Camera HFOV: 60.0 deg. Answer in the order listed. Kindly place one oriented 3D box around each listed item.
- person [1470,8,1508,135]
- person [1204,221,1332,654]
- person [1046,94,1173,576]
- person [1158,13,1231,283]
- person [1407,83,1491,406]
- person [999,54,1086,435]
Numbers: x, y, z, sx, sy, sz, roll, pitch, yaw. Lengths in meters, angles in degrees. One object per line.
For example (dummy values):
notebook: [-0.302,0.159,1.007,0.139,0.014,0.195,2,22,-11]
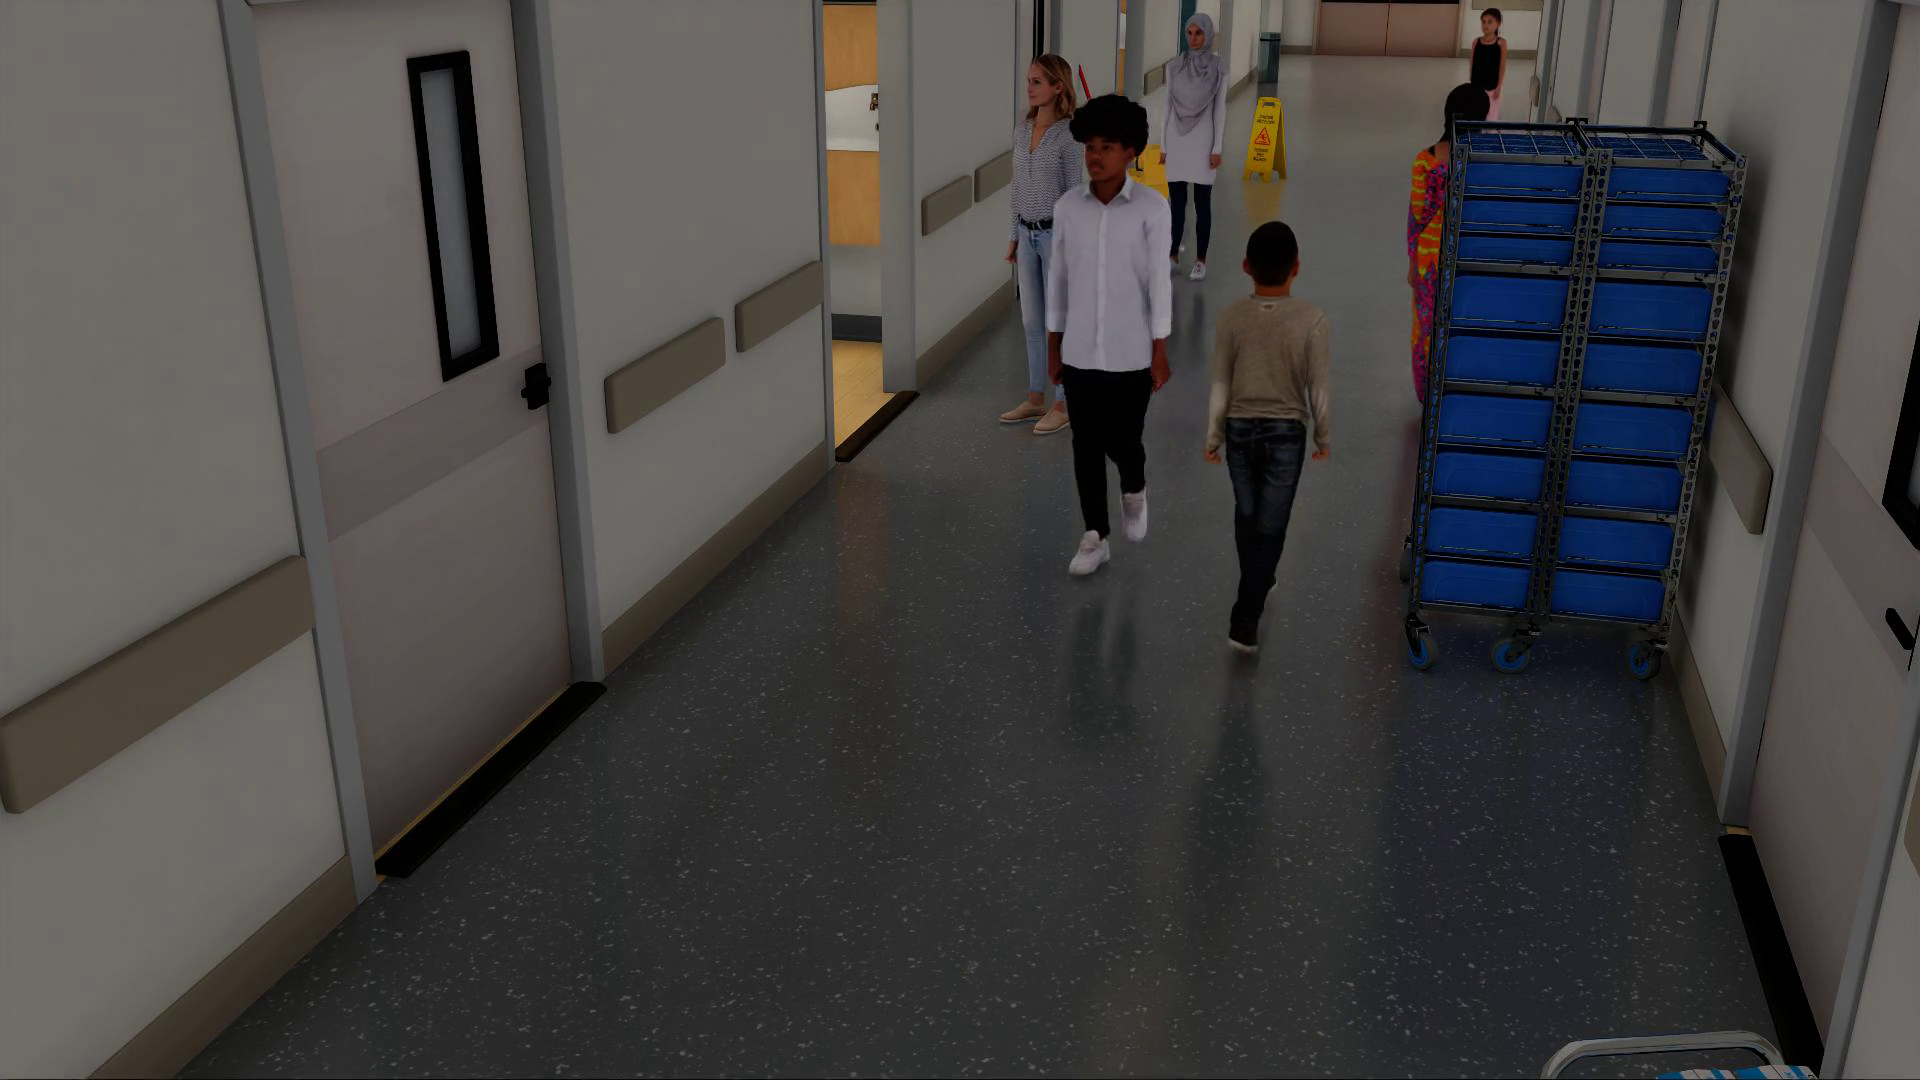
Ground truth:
person: [5.066,-4.282,15.961,0.704,1.530,1.022,12,24,29]
person: [1.015,-0.305,5.597,0.667,1.433,1.041,9,22,22]
person: [0.588,-0.764,6.293,0.698,1.800,0.783,9,22,22]
person: [1.592,-2.684,11.393,0.654,1.778,0.598,11,23,26]
person: [2.372,-1.321,7.962,0.754,1.644,1.190,9,22,22]
person: [0.413,-1.414,8.012,0.679,1.796,0.663,-17,27,-38]
